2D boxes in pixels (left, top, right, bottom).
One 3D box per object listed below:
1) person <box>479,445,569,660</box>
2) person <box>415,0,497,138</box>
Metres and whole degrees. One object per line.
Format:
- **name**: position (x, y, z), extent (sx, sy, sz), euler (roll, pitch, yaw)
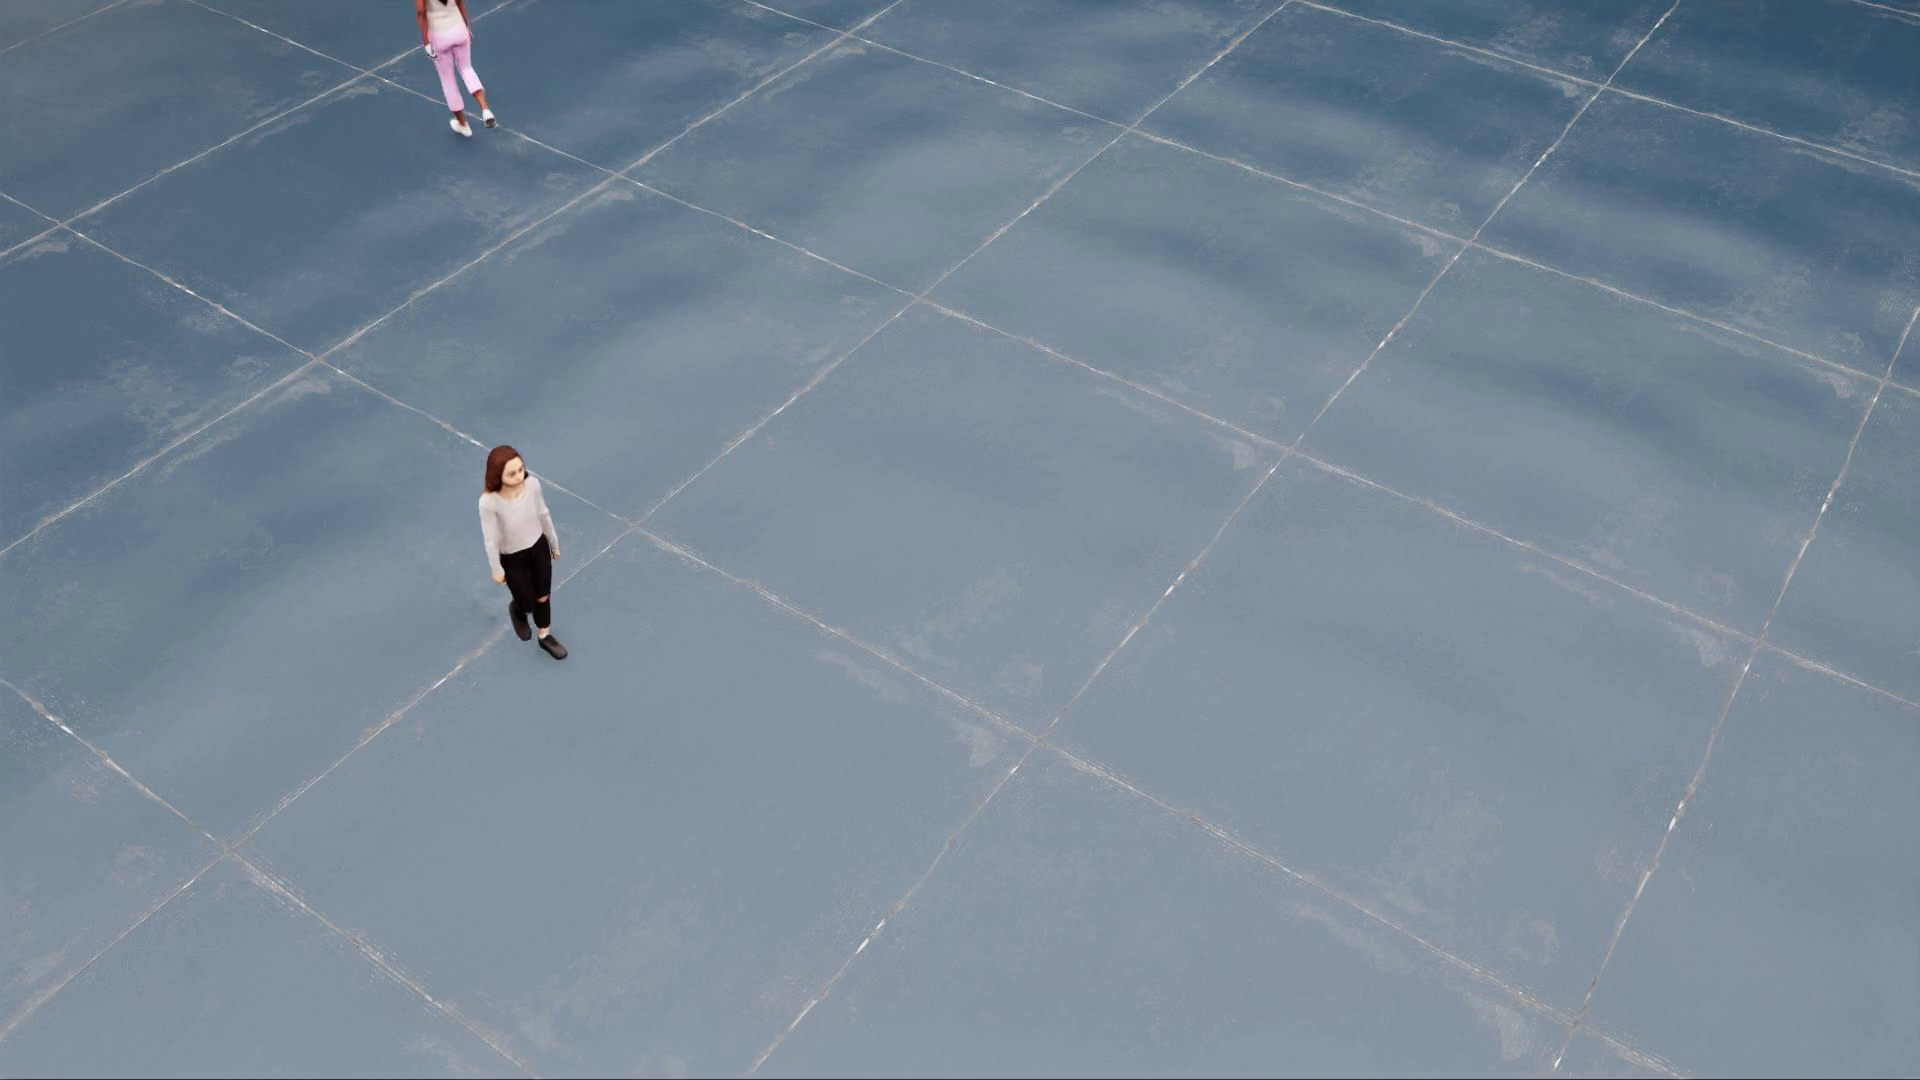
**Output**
- **person**: position (-2.430, 0.043, 9.088), extent (0.686, 1.478, 0.605), euler (34, 53, 31)
- **person**: position (-4.012, -3.963, 13.194), extent (0.688, 1.729, 0.854), euler (-32, 51, -29)
